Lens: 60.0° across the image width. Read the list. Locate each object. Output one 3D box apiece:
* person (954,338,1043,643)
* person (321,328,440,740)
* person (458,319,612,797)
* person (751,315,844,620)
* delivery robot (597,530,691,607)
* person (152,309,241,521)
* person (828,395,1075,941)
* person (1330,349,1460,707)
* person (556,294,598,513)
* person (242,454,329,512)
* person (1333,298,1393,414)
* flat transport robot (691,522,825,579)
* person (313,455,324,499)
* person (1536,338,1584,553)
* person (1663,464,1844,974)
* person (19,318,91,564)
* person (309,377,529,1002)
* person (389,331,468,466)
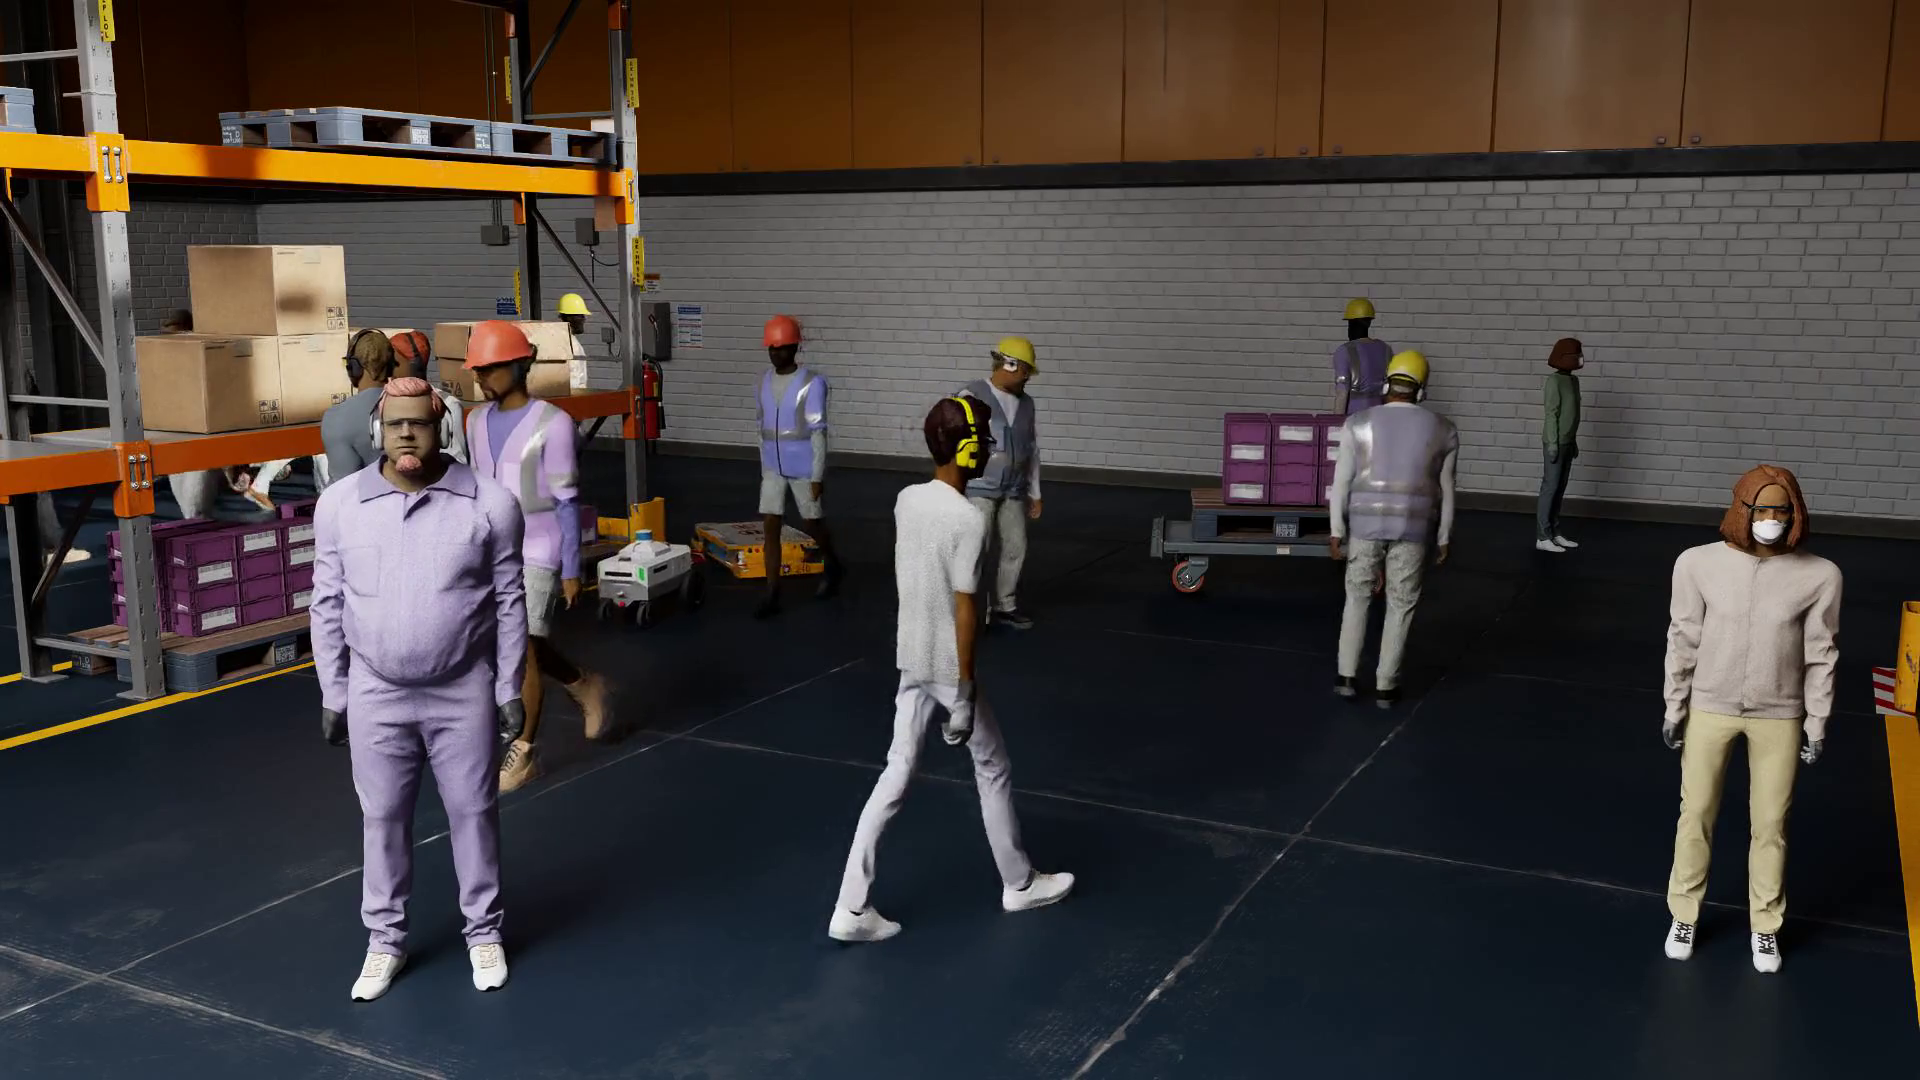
[{"bbox_3d":[0.212,-0.294,9.850,0.668,1.783,0.421,-7,12,-34],"label":"person"},{"bbox_3d":[-2.658,0.000,7.667,0.371,1.941,0.627,6,11,30],"label":"person"},{"bbox_3d":[-1.836,0.044,7.237,0.619,2.017,0.836,6,11,31],"label":"person"},{"bbox_3d":[-1.032,-0.485,10.609,0.553,1.906,0.909,5,11,25],"label":"person"},{"bbox_3d":[-1.961,0.179,10.363,0.477,0.478,0.707,3,10,16],"label":"delivery robot"},{"bbox_3d":[-4.977,-0.529,10.789,0.643,1.925,0.434,5,11,26],"label":"person"},{"bbox_3d":[-0.061,0.426,5.555,0.968,1.827,0.537,-8,12,-38],"label":"person"},{"bbox_3d":[2.197,-0.061,8.447,0.614,1.801,0.506,3,10,16],"label":"person"},{"bbox_3d":[-3.399,-1.184,14.560,0.388,1.926,0.590,-4,11,-23],"label":"person"},{"bbox_3d":[-5.849,-1.172,14.617,0.960,1.902,0.670,-5,11,-28],"label":"person"},{"bbox_3d":[3.163,-0.956,13.238,0.592,1.925,0.385,-6,11,-31],"label":"person"},{"bbox_3d":[-1.486,0.048,12.216,0.652,0.197,1.431,-4,11,-23],"label":"flat transport robot"},{"bbox_3d":[-5.727,-1.251,15.197,0.625,1.844,0.429,-2,10,-11],"label":"person"},{"bbox_3d":[4.625,-0.732,12.783,0.280,1.636,0.502,8,12,38],"label":"person"},{"bbox_3d":[2.506,0.566,5.304,0.496,1.629,0.277,4,11,22],"label":"person"},{"bbox_3d":[-6.911,-0.797,11.988,0.693,2.000,0.920,7,12,33],"label":"person"},{"bbox_3d":[-1.650,0.457,5.105,0.641,1.913,0.407,-2,10,-10],"label":"person"},{"bbox_3d":[-2.797,-0.141,8.639,0.572,1.886,0.355,6,11,31],"label":"person"}]
